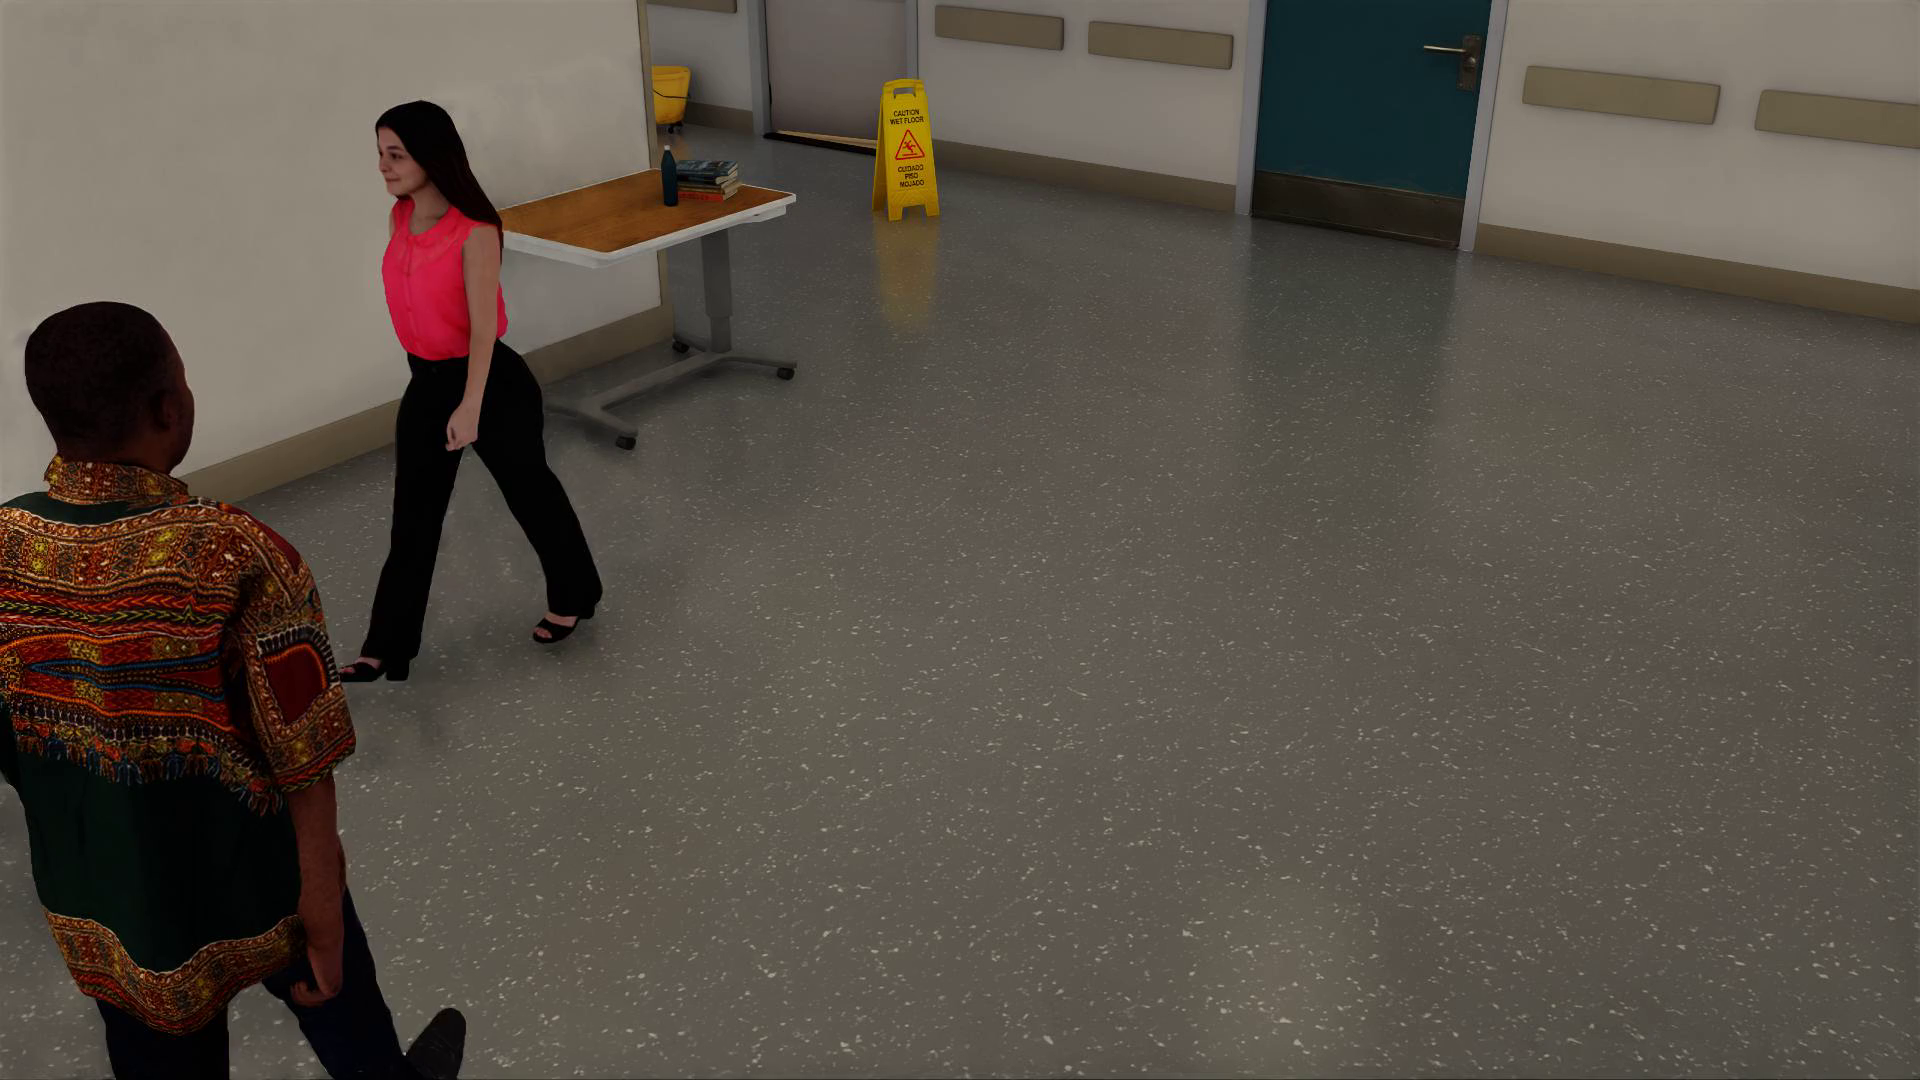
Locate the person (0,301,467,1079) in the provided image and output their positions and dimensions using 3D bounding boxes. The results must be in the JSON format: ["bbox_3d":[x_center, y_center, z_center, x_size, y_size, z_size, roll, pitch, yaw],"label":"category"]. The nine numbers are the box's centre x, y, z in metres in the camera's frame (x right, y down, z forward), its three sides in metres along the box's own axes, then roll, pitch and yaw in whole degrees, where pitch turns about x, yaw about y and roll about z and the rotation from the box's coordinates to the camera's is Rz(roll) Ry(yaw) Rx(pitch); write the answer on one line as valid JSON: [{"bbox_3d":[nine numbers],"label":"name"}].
[{"bbox_3d":[-1.161,0.574,2.450,1.150,1.767,1.108,1,26,1],"label":"person"}]

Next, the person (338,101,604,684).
[{"bbox_3d":[-1.311,-0.394,4.673,0.985,1.621,0.670,15,29,28],"label":"person"}]
